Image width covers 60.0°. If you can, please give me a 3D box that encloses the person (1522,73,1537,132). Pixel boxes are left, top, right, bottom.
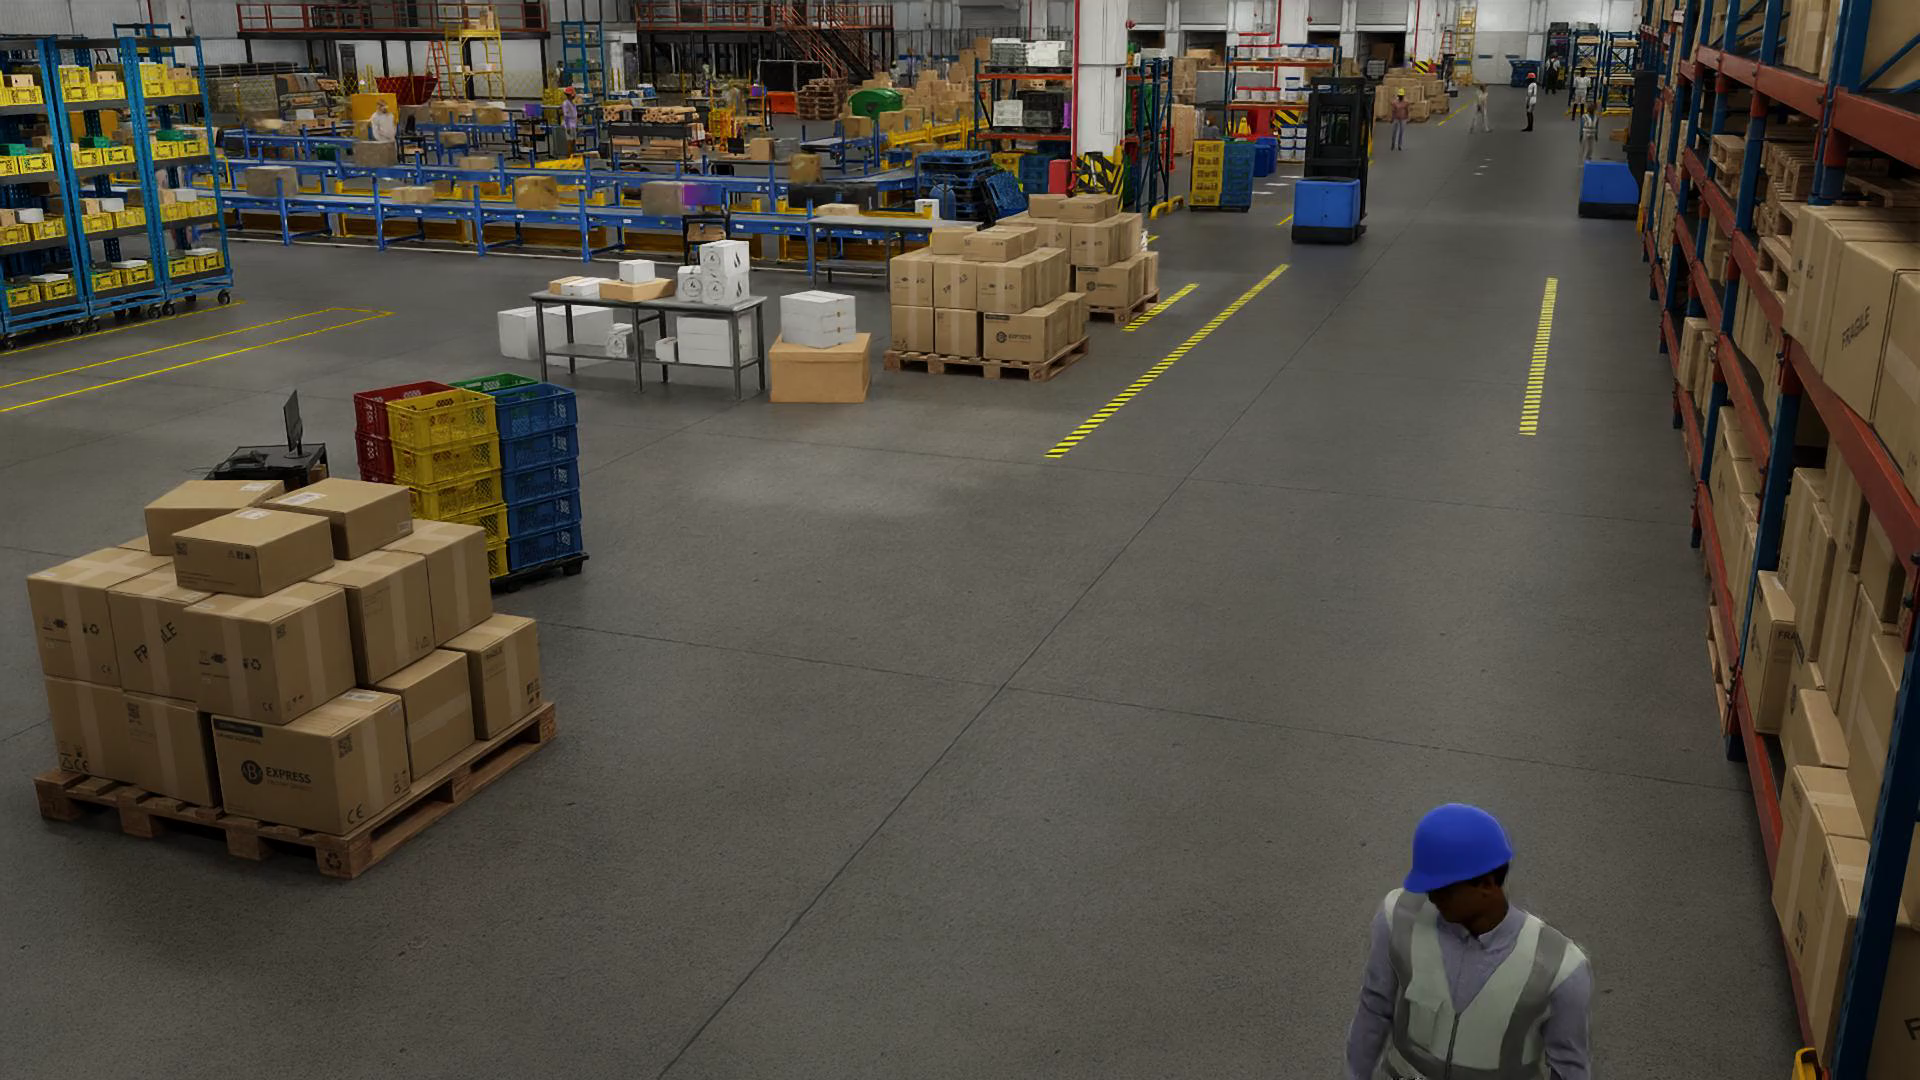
[{"bbox_3d":[19.210,-14.758,56.082,0.385,1.930,0.541,13,22,35],"label":"person"}]

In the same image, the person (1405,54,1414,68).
[{"bbox_3d":[22.209,-23.063,82.264,1.008,1.876,0.592,15,23,39],"label":"person"}]

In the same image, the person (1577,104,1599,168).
[{"bbox_3d":[16.216,-10.424,42.926,0.523,1.636,0.310,-4,18,-13],"label":"person"}]

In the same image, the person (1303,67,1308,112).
[{"bbox_3d":[13.717,-18.104,66.598,0.583,1.914,0.657,16,23,40],"label":"person"}]

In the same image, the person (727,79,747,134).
[{"bbox_3d":[-7.273,-13.987,53.846,0.629,1.816,0.600,13,22,35],"label":"person"}]

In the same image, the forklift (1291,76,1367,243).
[{"bbox_3d":[6.598,-6.755,29.381,1.129,2.768,1.873,6,19,19],"label":"forklift"}]

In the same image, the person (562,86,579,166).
[{"bbox_3d":[-10.147,-10.818,43.502,0.377,2.045,0.605,3,18,8],"label":"person"}]

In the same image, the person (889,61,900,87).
[{"bbox_3d":[-3.015,-21.178,76.604,0.486,1.718,0.757,-1,18,-3],"label":"person"}]

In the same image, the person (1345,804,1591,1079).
[{"bbox_3d":[1.389,1.608,4.662,0.708,1.916,0.423,11,21,30],"label":"person"}]

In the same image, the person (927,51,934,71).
[{"bbox_3d":[-1.503,-23.592,83.726,0.400,1.989,0.623,7,19,21],"label":"person"}]

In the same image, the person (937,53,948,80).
[{"bbox_3d":[-0.856,-24.379,86.419,0.622,1.859,0.760,8,19,24],"label":"person"}]

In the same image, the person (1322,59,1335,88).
[{"bbox_3d":[19.345,-24.711,87.505,0.939,1.826,0.557,2,18,5],"label":"person"}]

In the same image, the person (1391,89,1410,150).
[{"bbox_3d":[12.845,-12.257,48.523,0.543,1.743,0.703,4,18,11],"label":"person"}]

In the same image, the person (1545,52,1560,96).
[{"bbox_3d":[28.476,-22.392,79.876,0.685,2.000,0.535,15,23,39],"label":"person"}]

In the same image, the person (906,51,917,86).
[{"bbox_3d":[-2.589,-25.115,88.686,0.554,1.897,0.994,0,18,-1],"label":"person"}]

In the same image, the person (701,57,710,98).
[{"bbox_3d":[-11.422,-20.696,74.747,0.377,1.917,0.600,5,18,17],"label":"person"}]

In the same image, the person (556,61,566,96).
[{"bbox_3d":[-17.446,-20.022,72.759,0.345,1.840,0.504,6,19,19],"label":"person"}]

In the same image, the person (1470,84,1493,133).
[{"bbox_3d":[17.322,-14.300,55.174,0.520,1.597,0.854,-9,20,-25],"label":"person"}]

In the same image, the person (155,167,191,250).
[{"bbox_3d":[-13.094,-5.599,27.571,0.381,1.750,0.550,6,19,18],"label":"person"}]

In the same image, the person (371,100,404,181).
[{"bbox_3d":[-13.708,-9.560,39.798,0.444,1.893,0.676,12,21,33],"label":"person"}]

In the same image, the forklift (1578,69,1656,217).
[{"bbox_3d":[13.219,-7.740,32.475,1.873,2.768,1.129,6,19,18],"label":"forklift"}]

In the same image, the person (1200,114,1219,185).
[{"bbox_3d":[5.820,-9.108,38.823,0.287,1.626,0.497,-13,22,-34],"label":"person"}]

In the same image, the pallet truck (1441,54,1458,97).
[{"bbox_3d":[22.765,-21.886,78.355,0.823,1.965,1.885,-4,18,-14],"label":"pallet truck"}]

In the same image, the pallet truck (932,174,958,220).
[{"bbox_3d":[-0.507,-5.292,27.348,0.653,1.274,1.630,6,19,19],"label":"pallet truck"}]

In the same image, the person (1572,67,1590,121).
[{"bbox_3d":[22.860,-16.423,61.266,0.606,1.958,0.378,3,18,8],"label":"person"}]
